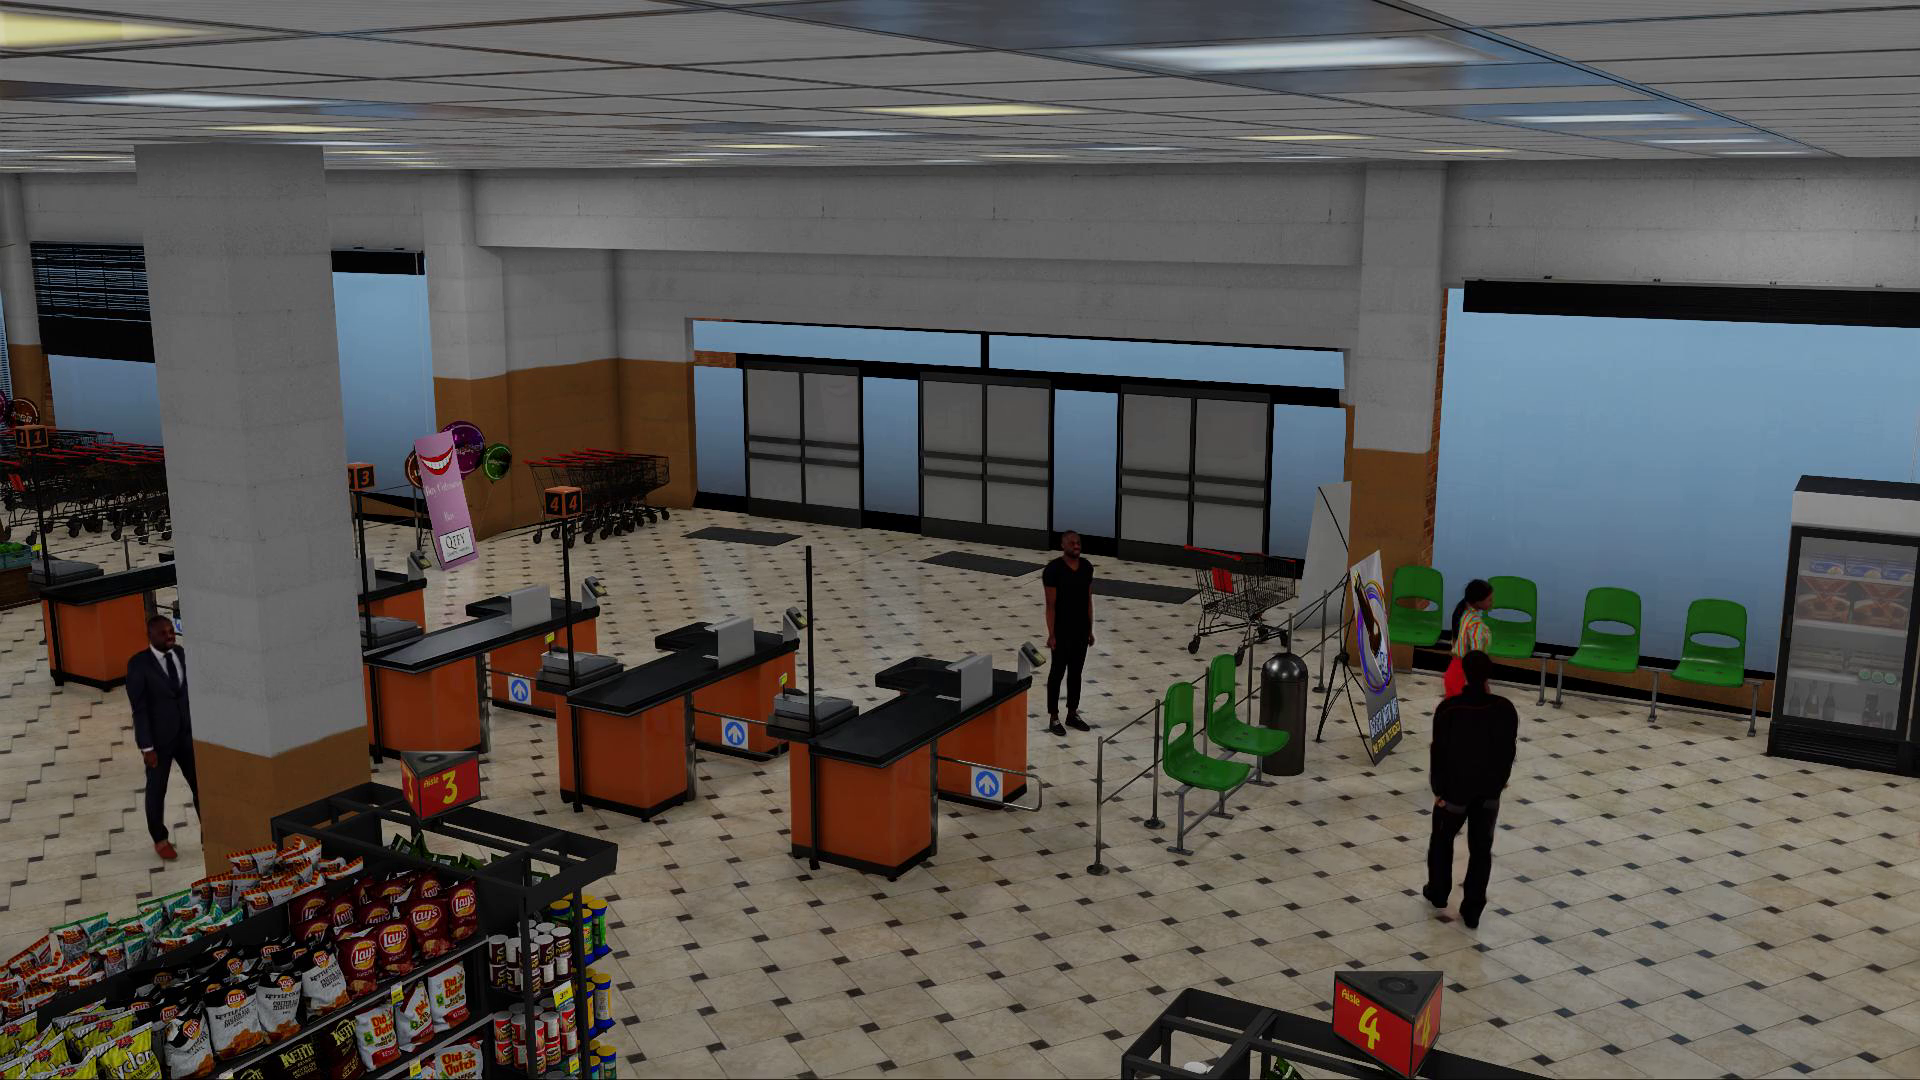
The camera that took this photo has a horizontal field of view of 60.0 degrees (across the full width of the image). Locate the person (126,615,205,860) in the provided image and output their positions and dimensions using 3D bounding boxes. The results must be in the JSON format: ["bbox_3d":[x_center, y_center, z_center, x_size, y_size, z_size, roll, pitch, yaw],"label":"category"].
[{"bbox_3d":[-5.719,1.408,11.904,0.766,1.796,0.838,7,14,30],"label":"person"}]

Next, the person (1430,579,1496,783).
[{"bbox_3d":[3.933,1.177,13.079,0.822,1.765,0.748,-4,12,-18],"label":"person"}]

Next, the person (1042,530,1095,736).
[{"bbox_3d":[0.960,0.800,14.733,0.685,1.820,0.811,-7,14,-30],"label":"person"}]

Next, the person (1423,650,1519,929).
[{"bbox_3d":[3.330,1.632,10.768,0.873,1.825,0.908,1,12,6],"label":"person"}]
